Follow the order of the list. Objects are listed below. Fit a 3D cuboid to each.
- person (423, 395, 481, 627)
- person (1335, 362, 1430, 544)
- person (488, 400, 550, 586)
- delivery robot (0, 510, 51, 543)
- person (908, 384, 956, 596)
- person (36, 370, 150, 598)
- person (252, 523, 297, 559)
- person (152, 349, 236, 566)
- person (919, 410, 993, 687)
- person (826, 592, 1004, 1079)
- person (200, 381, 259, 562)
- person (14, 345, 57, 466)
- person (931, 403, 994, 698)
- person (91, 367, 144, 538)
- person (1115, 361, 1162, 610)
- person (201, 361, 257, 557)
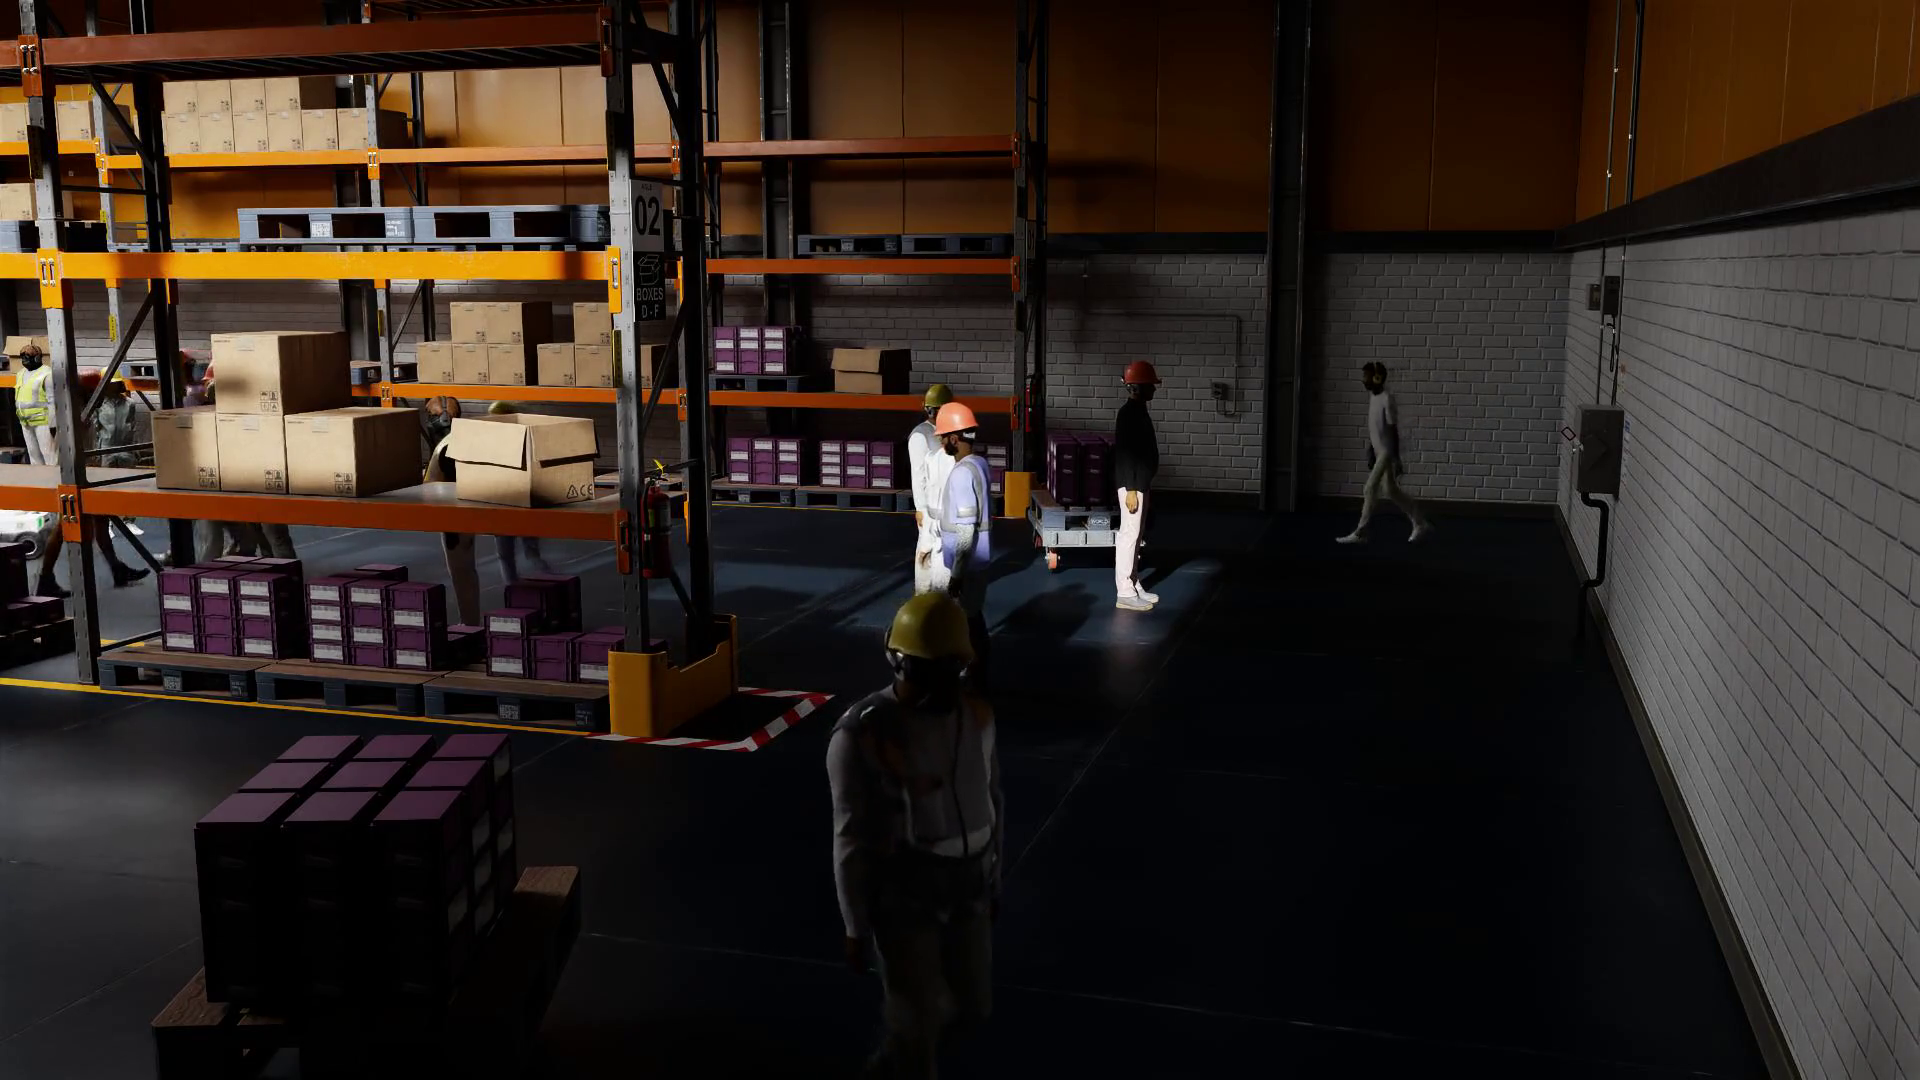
[{"bbox_3d":[-3.646,-0.126,11.978,0.430,1.835,0.619,-3,10,-16],"label":"person"},{"bbox_3d":[4.260,-0.852,16.473,0.952,1.818,0.583,0,9,-2],"label":"person"},{"bbox_3d":[-3.382,-0.209,12.779,0.531,1.735,0.704,-9,13,-43],"label":"person"},{"bbox_3d":[-8.979,-0.141,15.657,0.707,0.478,0.477,-2,10,-14],"label":"delivery robot"},{"bbox_3d":[-0.164,-0.313,13.108,0.404,1.830,0.600,5,11,30],"label":"person"},{"bbox_3d":[-7.339,-0.482,13.983,0.976,1.865,0.652,-6,11,-32],"label":"person"},{"bbox_3d":[-5.518,-0.385,13.225,0.633,1.936,0.353,9,13,44],"label":"person"},{"bbox_3d":[-7.073,-0.755,15.301,0.887,1.989,0.671,-1,9,-5],"label":"person"},{"bbox_3d":[-0.035,0.056,10.727,0.366,1.879,0.581,-8,13,-42],"label":"person"},{"bbox_3d":[-0.113,1.037,4.938,0.602,1.816,0.679,-7,11,-36],"label":"person"},{"bbox_3d":[-5.772,-0.327,13.009,0.550,1.888,0.618,2,9,11],"label":"person"},{"bbox_3d":[-10.923,-1.393,19.703,0.625,1.837,0.428,5,10,26],"label":"person"},{"bbox_3d":[0.006,0.130,10.117,0.382,1.926,0.549,2,10,12],"label":"person"},{"bbox_3d":[-8.574,-0.893,16.911,0.308,1.743,0.494,7,11,35],"label":"person"},{"bbox_3d":[1.424,-0.443,13.405,0.375,1.995,0.610,3,10,16],"label":"person"},{"bbox_3d":[-6.392,-0.603,14.550,0.369,1.939,0.542,-1,9,-3],"label":"person"}]
